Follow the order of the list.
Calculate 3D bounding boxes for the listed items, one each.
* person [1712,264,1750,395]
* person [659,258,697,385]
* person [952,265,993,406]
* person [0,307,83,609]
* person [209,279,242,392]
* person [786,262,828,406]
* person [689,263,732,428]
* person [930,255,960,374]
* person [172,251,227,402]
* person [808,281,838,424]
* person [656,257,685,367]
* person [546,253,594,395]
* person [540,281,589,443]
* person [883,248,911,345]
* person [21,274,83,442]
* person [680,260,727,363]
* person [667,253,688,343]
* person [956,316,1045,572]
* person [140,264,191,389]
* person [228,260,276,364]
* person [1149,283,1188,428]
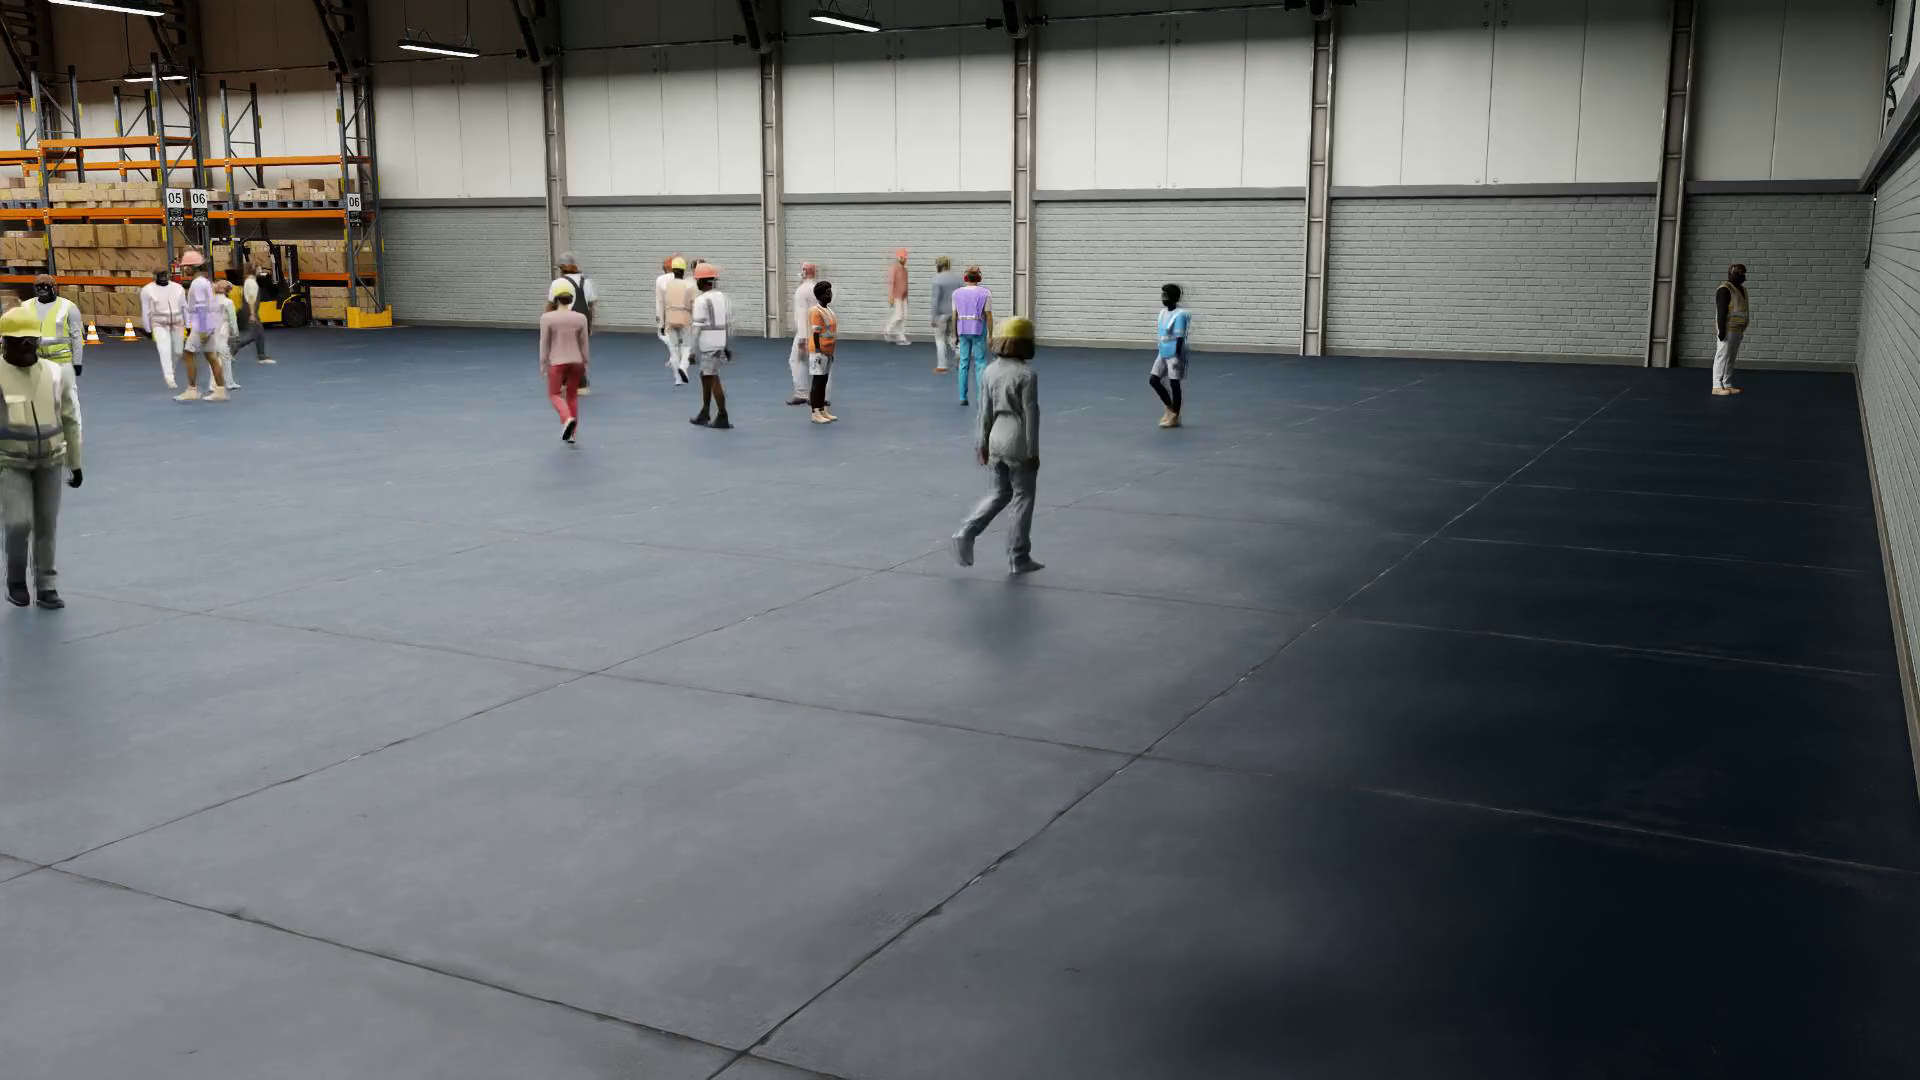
[{"bbox_3d":[10.890,-2.966,23.462,0.634,1.841,0.429,-9,14,-40],"label":"person"},{"bbox_3d":[-4.209,-3.254,24.852,0.586,1.912,0.519,0,10,0],"label":"person"},{"bbox_3d":[0.165,-2.683,21.893,0.566,1.849,0.387,4,11,20],"label":"person"},{"bbox_3d":[-5.562,-0.476,9.934,0.424,1.818,0.620,8,13,37],"label":"person"},{"bbox_3d":[-10.560,-2.934,23.894,0.528,1.602,0.691,6,12,31],"label":"person"},{"bbox_3d":[-2.030,-2.709,21.929,0.698,1.882,0.677,6,12,31],"label":"person"},{"bbox_3d":[-3.004,-2.257,19.384,0.763,1.912,0.585,5,11,24],"label":"person"},{"bbox_3d":[-0.208,-3.639,26.911,0.522,1.920,0.646,9,14,40],"label":"person"},{"bbox_3d":[-10.296,-2.844,22.299,0.806,2.017,0.652,-2,11,-13],"label":"person"},{"bbox_3d":[-1.647,-2.250,19.947,0.322,1.697,0.531,3,11,15],"label":"person"},{"bbox_3d":[-4.891,-3.854,28.221,0.485,1.870,0.597,10,14,43],"label":"person"},{"bbox_3d":[-5.579,-3.075,23.509,1.005,2.000,0.699,7,12,33],"label":"person"},{"bbox_3d":[-4.228,-1.897,17.869,0.538,1.747,0.489,-6,12,-29],"label":"person"},{"bbox_3d":[-1.257,-4.970,34.008,0.499,1.976,0.636,6,12,31],"label":"person"},{"bbox_3d":[-9.719,-1.920,17.807,0.627,1.835,0.429,-1,10,-4],"label":"person"},{"bbox_3d":[-4.516,-3.978,29.052,0.991,1.812,0.539,2,11,11],"label":"person"},{"bbox_3d":[-5.943,-5.068,34.821,0.735,1.888,0.652,5,12,27],"label":"person"},{"bbox_3d":[0.288,-0.614,10.973,0.588,1.720,0.482,-9,14,-40],"label":"person"},{"bbox_3d":[-11.757,-3.164,24.615,0.621,1.823,0.814,-10,14,-43],"label":"person"},{"bbox_3d":[-12.311,-3.915,28.724,0.735,1.817,0.552,-5,11,-24],"label":"person"},{"bbox_3d":[2.443,-2.143,19.379,0.373,1.681,0.554,-5,11,-24],"label":"person"}]
